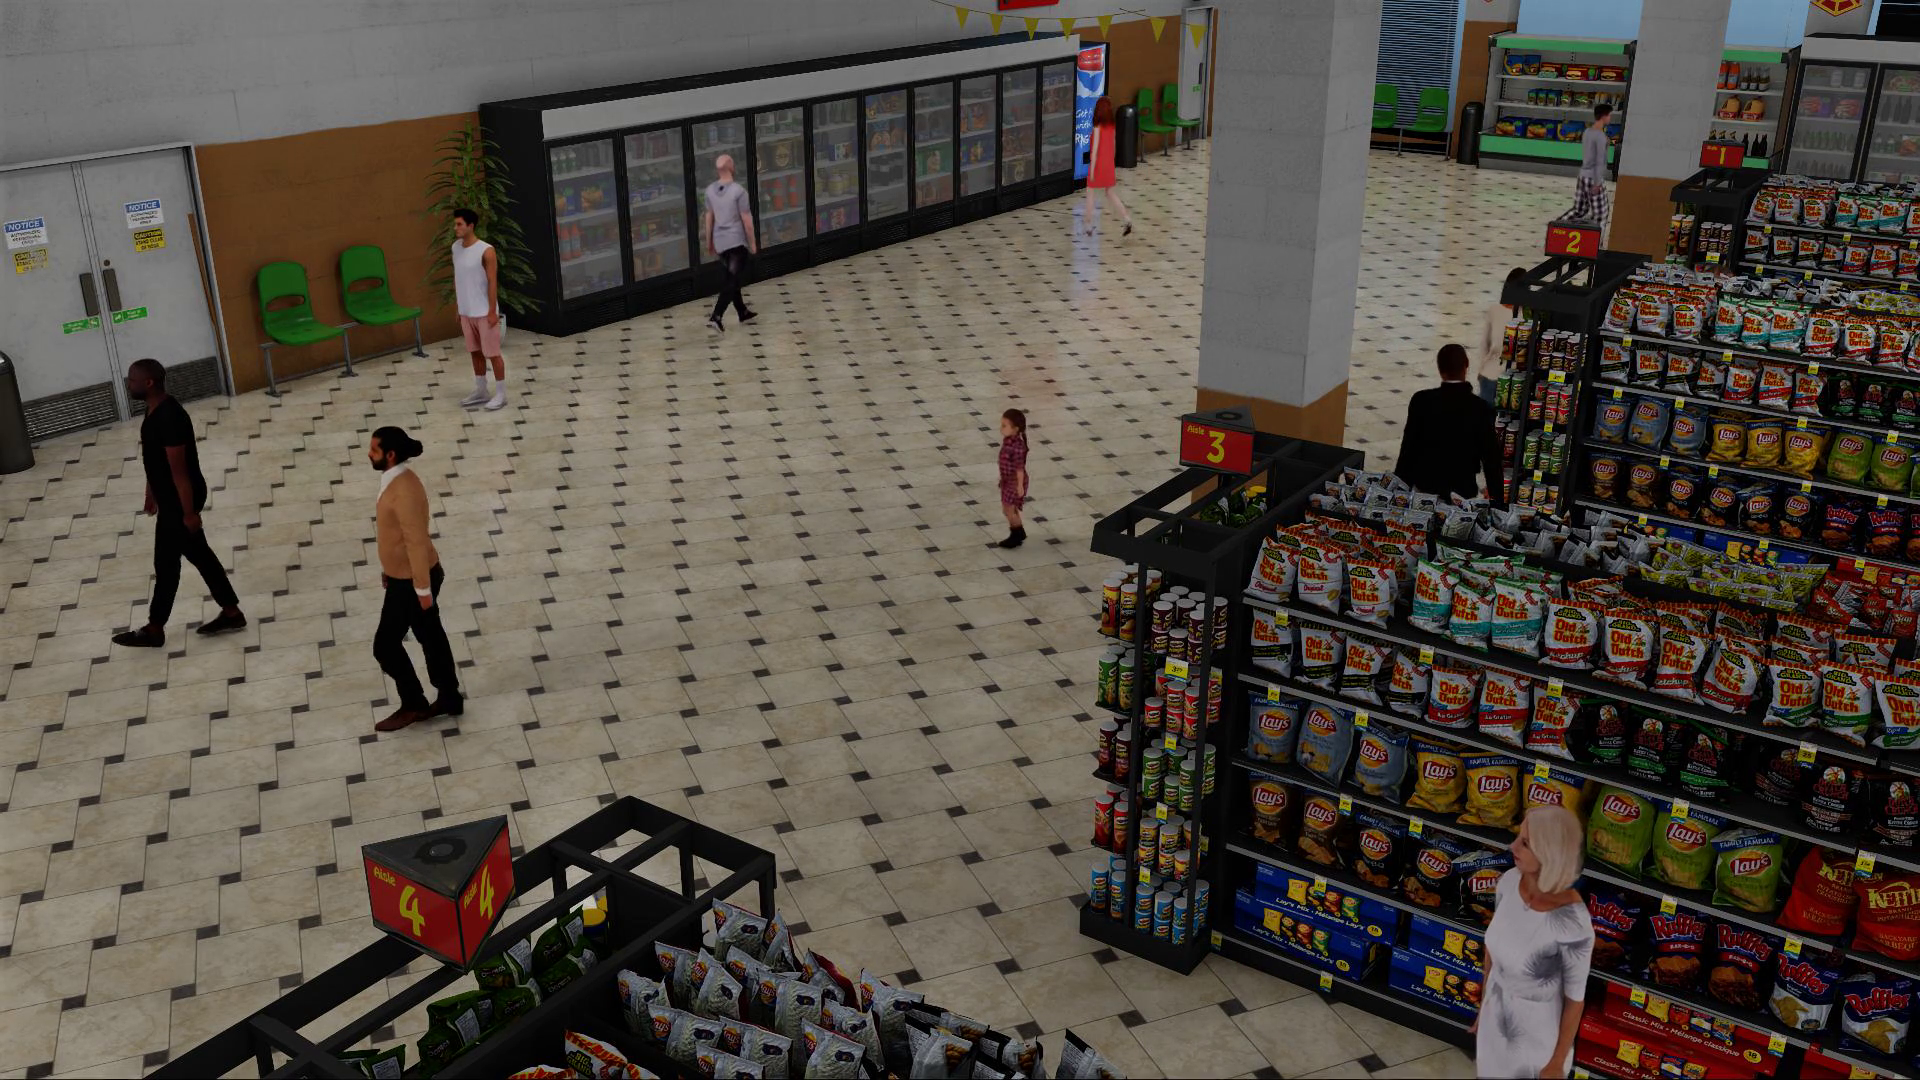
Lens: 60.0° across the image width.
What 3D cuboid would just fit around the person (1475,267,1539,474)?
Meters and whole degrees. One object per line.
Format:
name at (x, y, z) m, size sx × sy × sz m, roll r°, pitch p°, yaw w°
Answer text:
person at (4.213, -1.258, 12.917) m, size 0.788 × 1.663 × 0.683 m, roll 14°, pitch 26°, yaw 31°

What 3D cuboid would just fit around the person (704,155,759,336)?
person at (-2.390, -2.999, 17.067) m, size 1.190 × 1.800 × 0.830 m, roll 11°, pitch 25°, yaw 26°

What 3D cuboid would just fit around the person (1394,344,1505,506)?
person at (2.870, -0.213, 10.044) m, size 0.759 × 1.866 × 0.971 m, roll 13°, pitch 25°, yaw 29°

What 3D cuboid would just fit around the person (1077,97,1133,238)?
person at (1.905, -4.753, 21.433) m, size 0.774 × 1.799 × 1.146 m, roll -18°, pitch 28°, yaw -38°

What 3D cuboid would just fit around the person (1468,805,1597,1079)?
person at (1.898, 1.642, 5.585) m, size 0.703 × 1.749 × 0.602 m, roll -10°, pitch 24°, yaw -23°

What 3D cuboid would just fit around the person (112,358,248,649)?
person at (-4.711, -0.237, 10.202) m, size 0.997 × 1.793 × 1.059 m, roll -13°, pitch 25°, yaw -29°

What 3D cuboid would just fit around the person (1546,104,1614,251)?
person at (7.797, -4.490, 20.749) m, size 1.115 × 1.821 × 1.067 m, roll -4°, pitch 22°, yaw -10°

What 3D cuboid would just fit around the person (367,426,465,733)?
person at (-2.942, 0.207, 9.170) m, size 0.900 × 1.738 × 0.835 m, roll -7°, pitch 23°, yaw -17°

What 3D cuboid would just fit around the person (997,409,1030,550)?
person at (0.419, -0.427, 11.719) m, size 0.557 × 1.014 × 0.482 m, roll -7°, pitch 23°, yaw -18°

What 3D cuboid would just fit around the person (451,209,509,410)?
person at (-4.251, -2.048, 14.720) m, size 0.497 × 1.786 × 0.711 m, roll 13°, pitch 25°, yaw 29°
